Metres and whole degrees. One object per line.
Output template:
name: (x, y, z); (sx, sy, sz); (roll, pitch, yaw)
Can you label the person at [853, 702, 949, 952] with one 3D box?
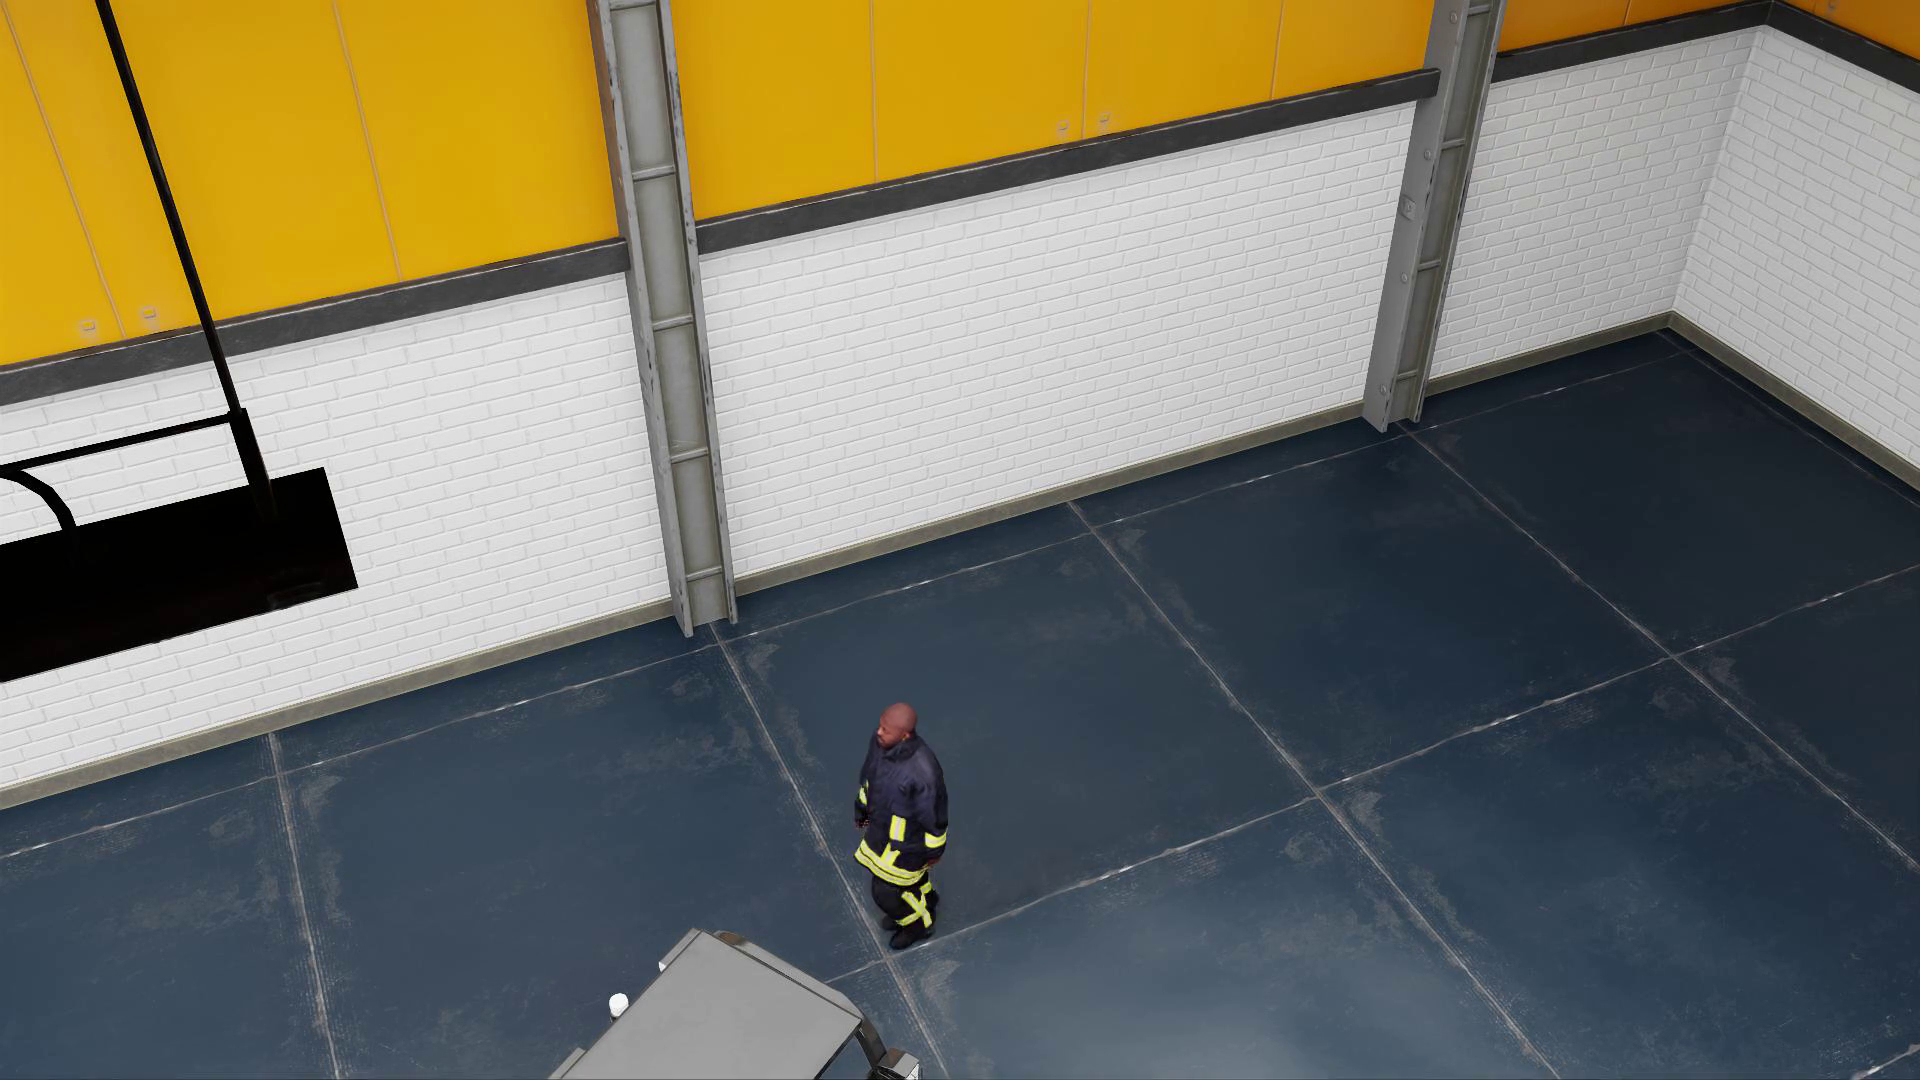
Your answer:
person: (-0.239, 1.538, 9.289); (0.753, 1.807, 0.735); (-18, 42, -21)
